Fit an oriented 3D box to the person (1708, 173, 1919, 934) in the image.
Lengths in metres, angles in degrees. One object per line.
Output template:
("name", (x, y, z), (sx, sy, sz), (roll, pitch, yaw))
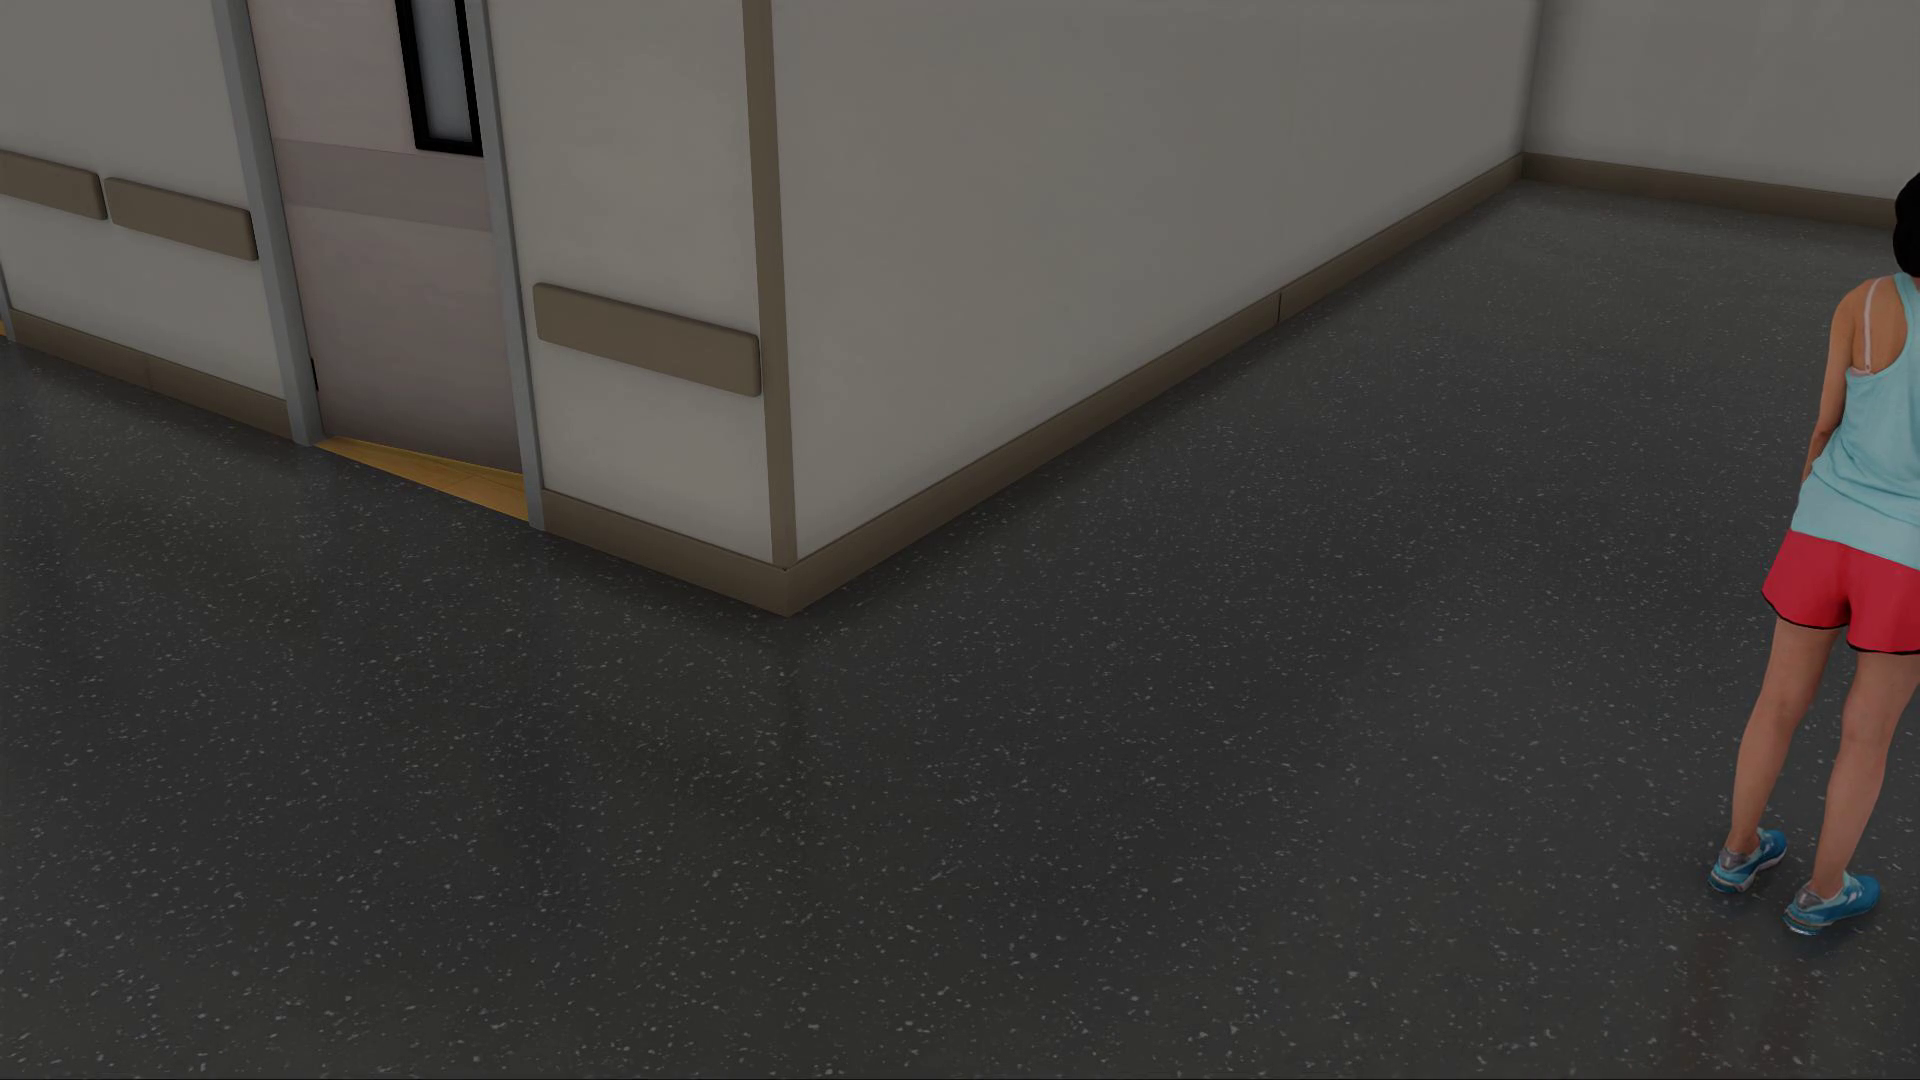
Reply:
("person", (1.955, 0.038, 3.557), (0.641, 1.765, 0.630), (-19, 31, -33))
